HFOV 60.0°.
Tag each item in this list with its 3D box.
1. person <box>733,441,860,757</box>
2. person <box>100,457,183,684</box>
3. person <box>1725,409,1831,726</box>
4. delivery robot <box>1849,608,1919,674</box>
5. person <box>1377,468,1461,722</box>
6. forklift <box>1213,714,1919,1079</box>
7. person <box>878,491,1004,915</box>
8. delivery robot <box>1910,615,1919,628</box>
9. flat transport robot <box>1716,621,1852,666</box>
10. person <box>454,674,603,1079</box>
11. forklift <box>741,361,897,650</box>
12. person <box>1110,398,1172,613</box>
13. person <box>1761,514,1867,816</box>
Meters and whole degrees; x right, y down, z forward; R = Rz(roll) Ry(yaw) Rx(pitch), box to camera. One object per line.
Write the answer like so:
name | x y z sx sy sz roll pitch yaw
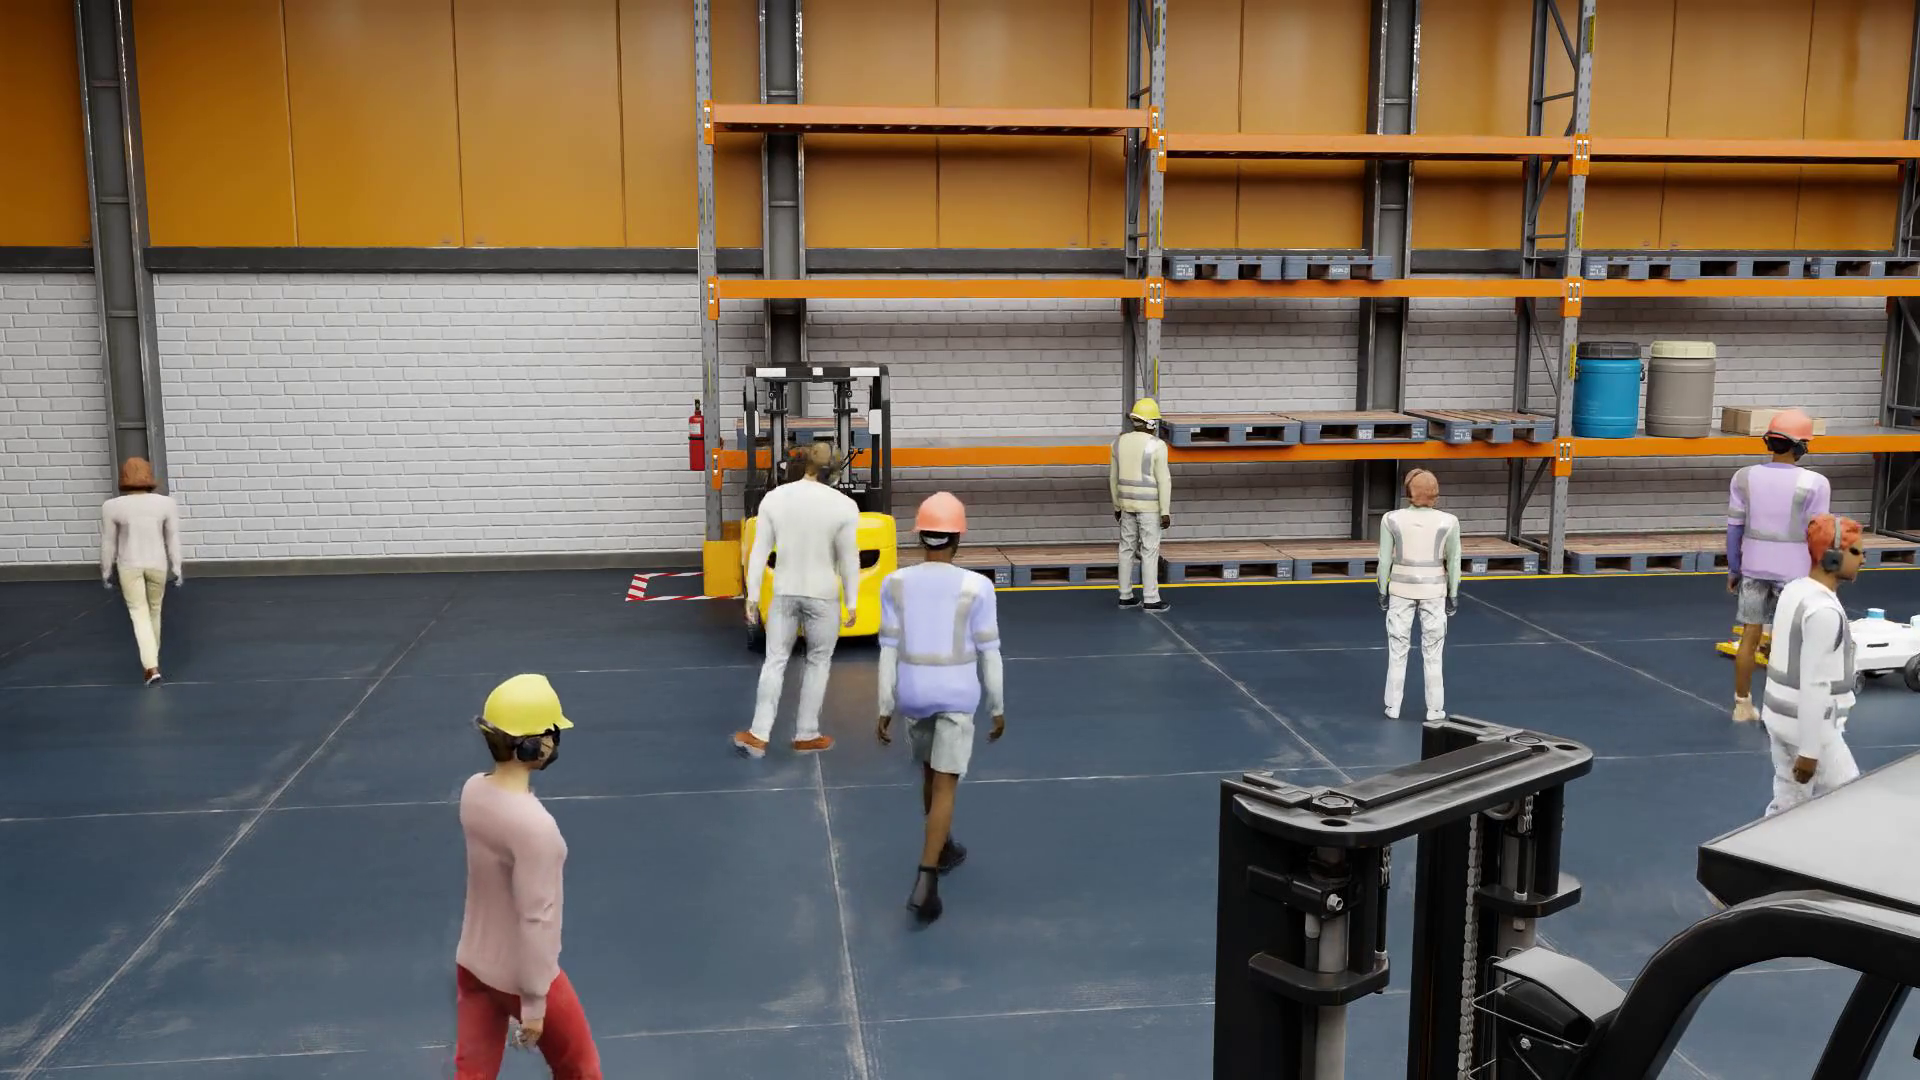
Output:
person | -0.970 0.359 9.953 0.765 1.894 0.478 2 9 12
person | -5.819 0.204 11.838 0.510 1.593 0.832 -7 11 -37
person | 5.158 0.196 10.494 0.389 2.041 0.624 -8 12 -41
delivery robot | 6.351 0.719 11.564 0.707 0.478 0.477 -2 9 -15
person | 2.945 0.362 10.704 0.523 1.641 0.306 3 10 18
forklift | 1.441 1.425 2.350 1.214 2.155 2.313 -7 12 -39
person | -0.105 0.730 7.647 0.566 1.902 0.968 3 9 16
delivery robot | 7.160 0.683 11.791 0.477 0.478 0.707 -7 11 -38
flat transport robot | 6.487 0.769 12.426 1.431 0.197 0.652 -2 9 -14
person | -1.234 1.238 4.954 0.867 1.726 0.540 -9 13 -44
forklift | -1.154 -0.340 13.365 1.214 2.155 2.313 -1 9 -7
person | 1.564 -0.296 14.216 0.600 1.829 0.404 9 12 43
person | 3.707 0.818 7.150 0.518 1.870 0.588 2 9 10
